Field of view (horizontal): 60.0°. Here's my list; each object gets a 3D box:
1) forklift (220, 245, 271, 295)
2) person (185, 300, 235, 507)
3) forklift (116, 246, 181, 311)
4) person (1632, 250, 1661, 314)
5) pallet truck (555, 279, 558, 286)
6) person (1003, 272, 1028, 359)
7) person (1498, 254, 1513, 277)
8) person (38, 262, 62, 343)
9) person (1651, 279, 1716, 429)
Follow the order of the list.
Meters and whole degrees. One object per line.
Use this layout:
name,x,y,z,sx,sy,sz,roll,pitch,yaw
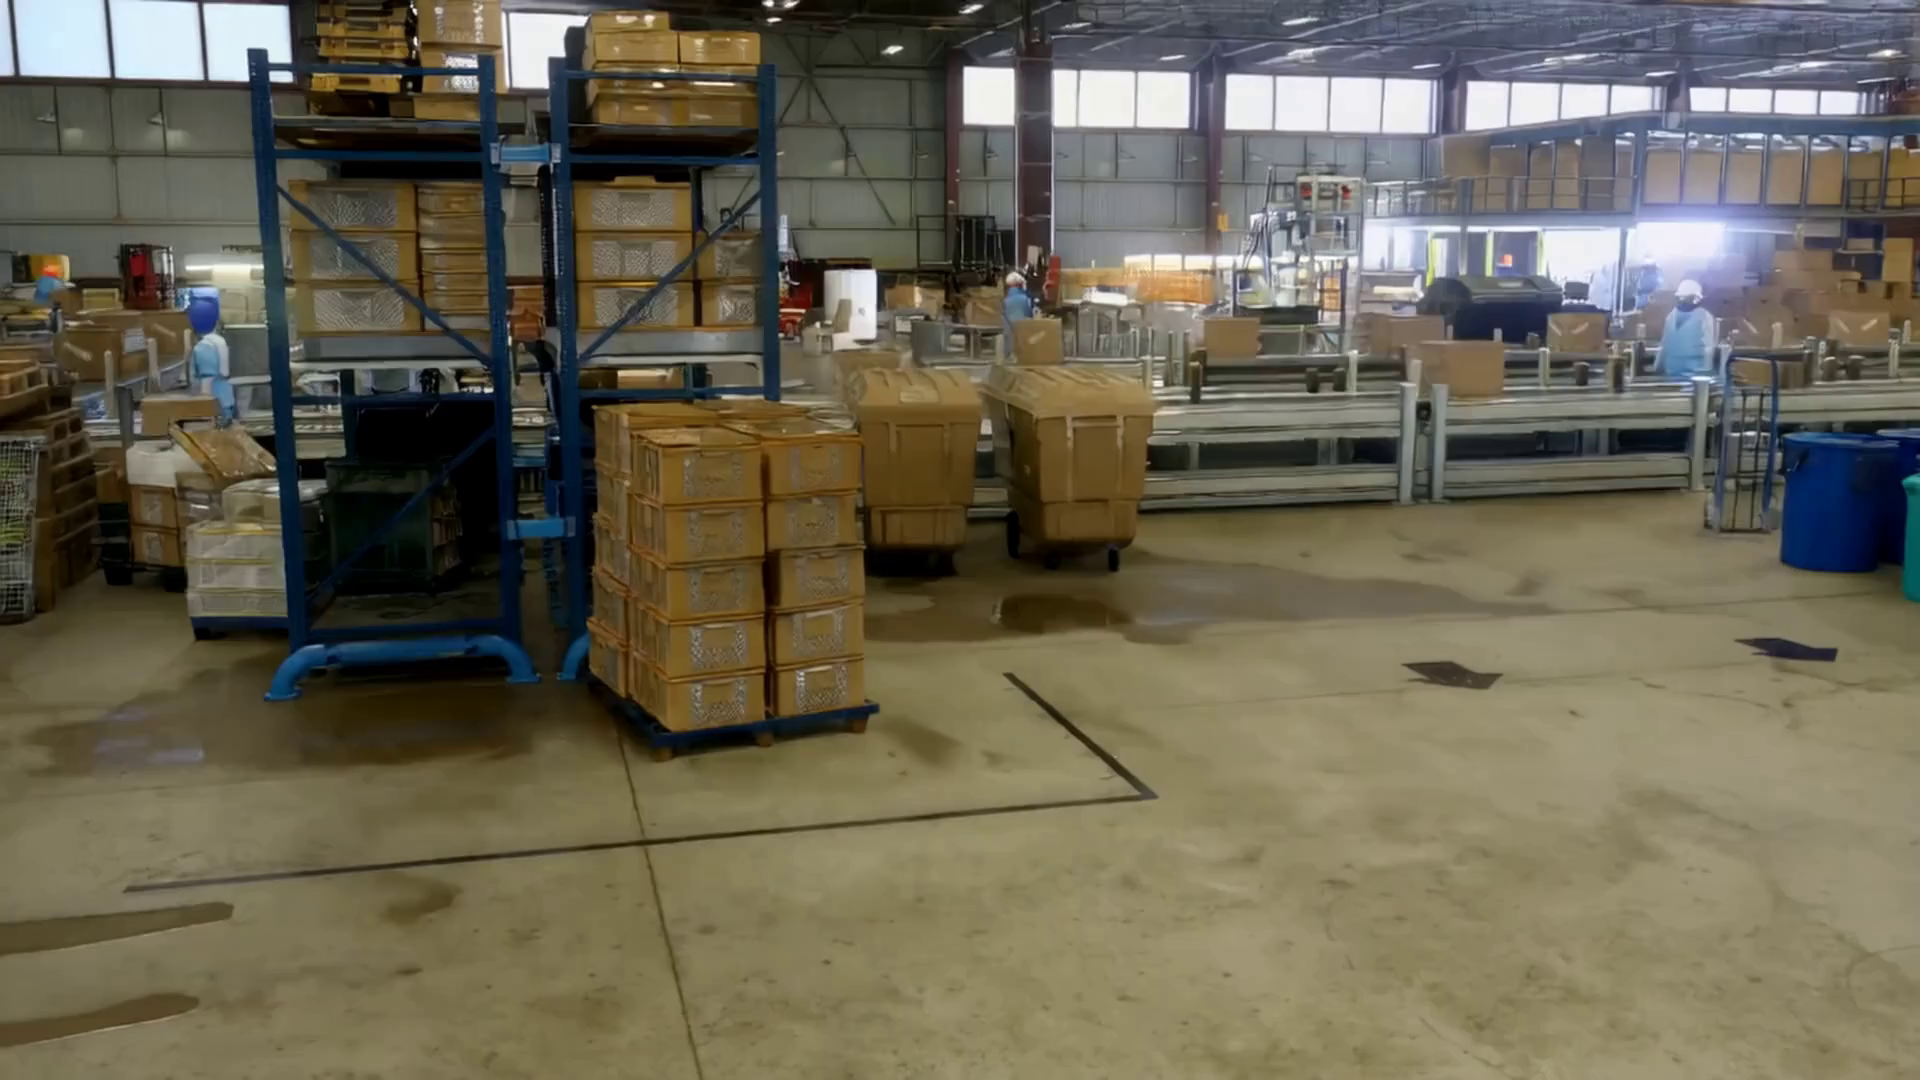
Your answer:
forklift,-17.749,-6.334,41.440,1.157,1.987,2.680,-3,10,-17
person,-6.093,-1.101,13.551,0.320,1.692,0.531,-2,10,-9
forklift,-19.966,-6.232,40.894,1.157,1.987,2.680,-3,10,-15
person,16.792,-6.064,40.702,0.638,2.023,0.447,1,10,8
pallet truck,-10.604,-6.375,44.520,0.653,1.274,1.630,-3,10,-15
person,0.762,-2.880,23.416,0.331,1.768,0.527,8,13,38
person,18.211,-8.562,55.365,0.584,1.845,0.903,-3,10,-15
person,-18.276,-4.700,33.639,0.615,1.797,0.832,4,11,21
person,7.638,-1.842,17.468,0.896,1.796,0.589,-3,11,-18
